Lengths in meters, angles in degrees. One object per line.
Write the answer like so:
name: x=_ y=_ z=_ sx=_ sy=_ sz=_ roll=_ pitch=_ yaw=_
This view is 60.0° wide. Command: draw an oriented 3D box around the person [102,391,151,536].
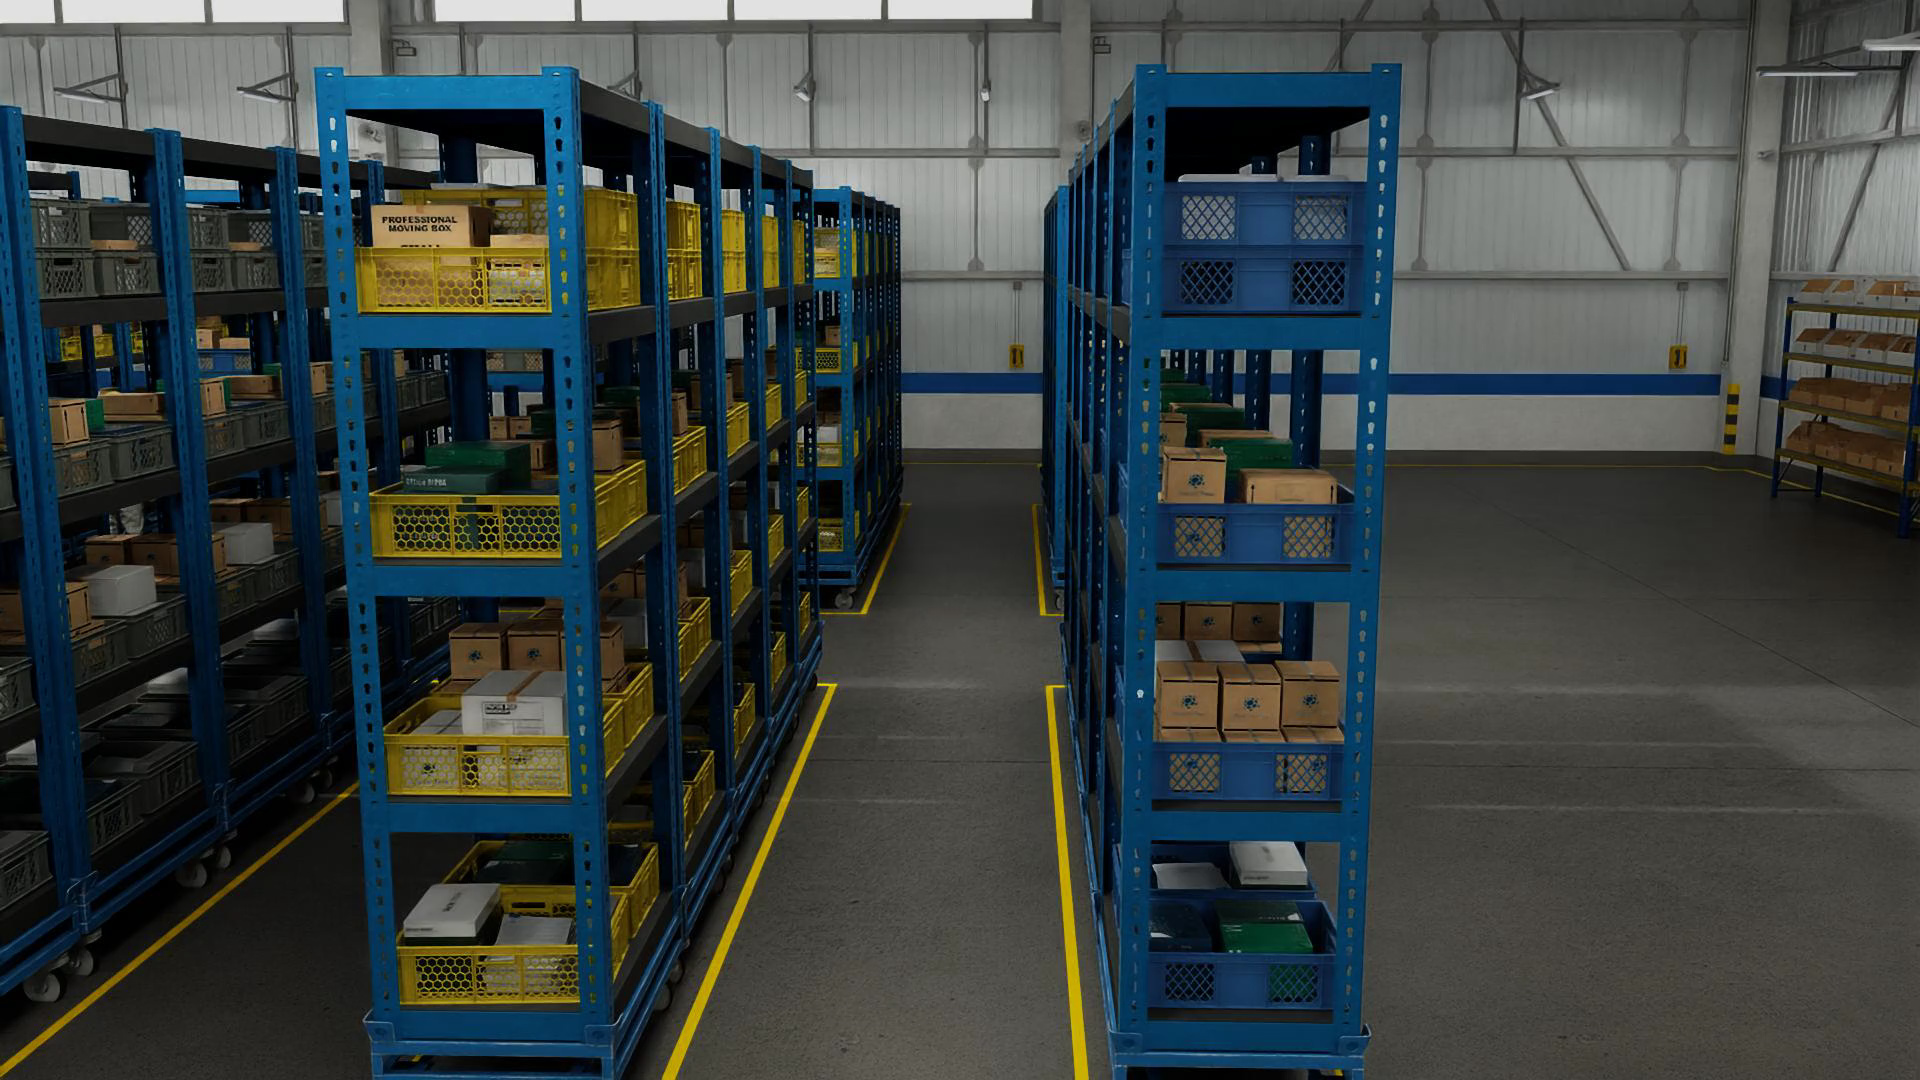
person: x=-7.529 y=-0.415 z=14.916 sx=0.590 sy=1.833 sz=0.403 roll=1 pitch=10 yaw=6
